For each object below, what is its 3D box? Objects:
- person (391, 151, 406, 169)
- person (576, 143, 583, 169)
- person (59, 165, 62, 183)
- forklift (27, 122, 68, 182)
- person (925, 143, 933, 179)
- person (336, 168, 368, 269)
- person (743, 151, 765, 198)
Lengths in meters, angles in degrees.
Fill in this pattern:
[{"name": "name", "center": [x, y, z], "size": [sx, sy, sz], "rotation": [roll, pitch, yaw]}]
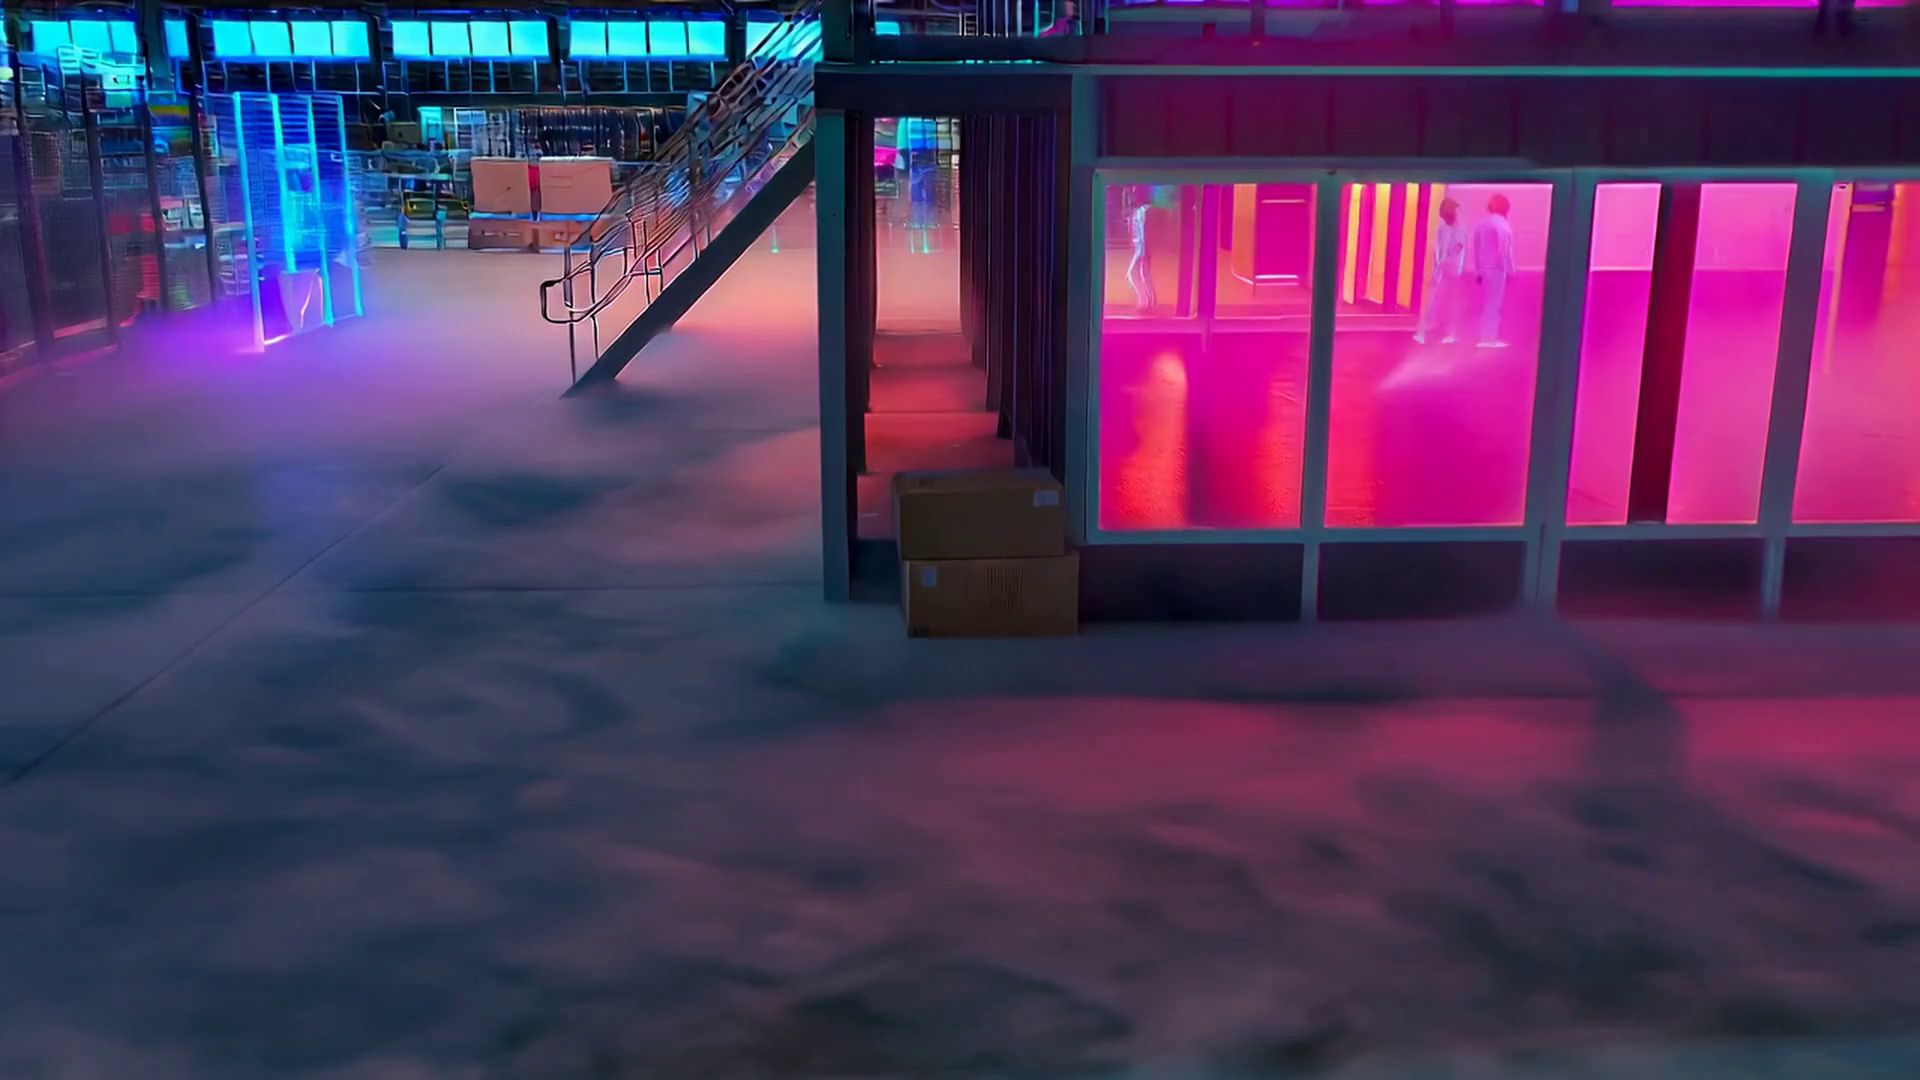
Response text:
[{"name": "person", "center": [-25.035, -16.683, 74.012], "size": [0.622, 1.903, 0.831], "rotation": [-10, 17, -35]}, {"name": "person", "center": [-19.169, -19.138, 83.996], "size": [0.416, 1.821, 0.608], "rotation": [-9, 17, -32]}, {"name": "person", "center": [-31.238, -12.399, 57.443], "size": [0.287, 1.625, 0.497], "rotation": [7, 16, 26]}, {"name": "forklift", "center": [-35.376, -14.773, 64.377], "size": [1.129, 2.768, 1.873], "rotation": [-1, 14, -2]}, {"name": "person", "center": [-1.836, -19.294, 84.644], "size": [0.982, 1.792, 0.568], "rotation": [-2, 14, -9]}, {"name": "person", "center": [-11.688, -6.166, 31.932], "size": [0.502, 1.915, 0.543], "rotation": [-5, 15, -18]}, {"name": "person", "center": [-5.476, -9.332, 44.370], "size": [0.614, 2.018, 0.616], "rotation": [8, 16, 28]}]
